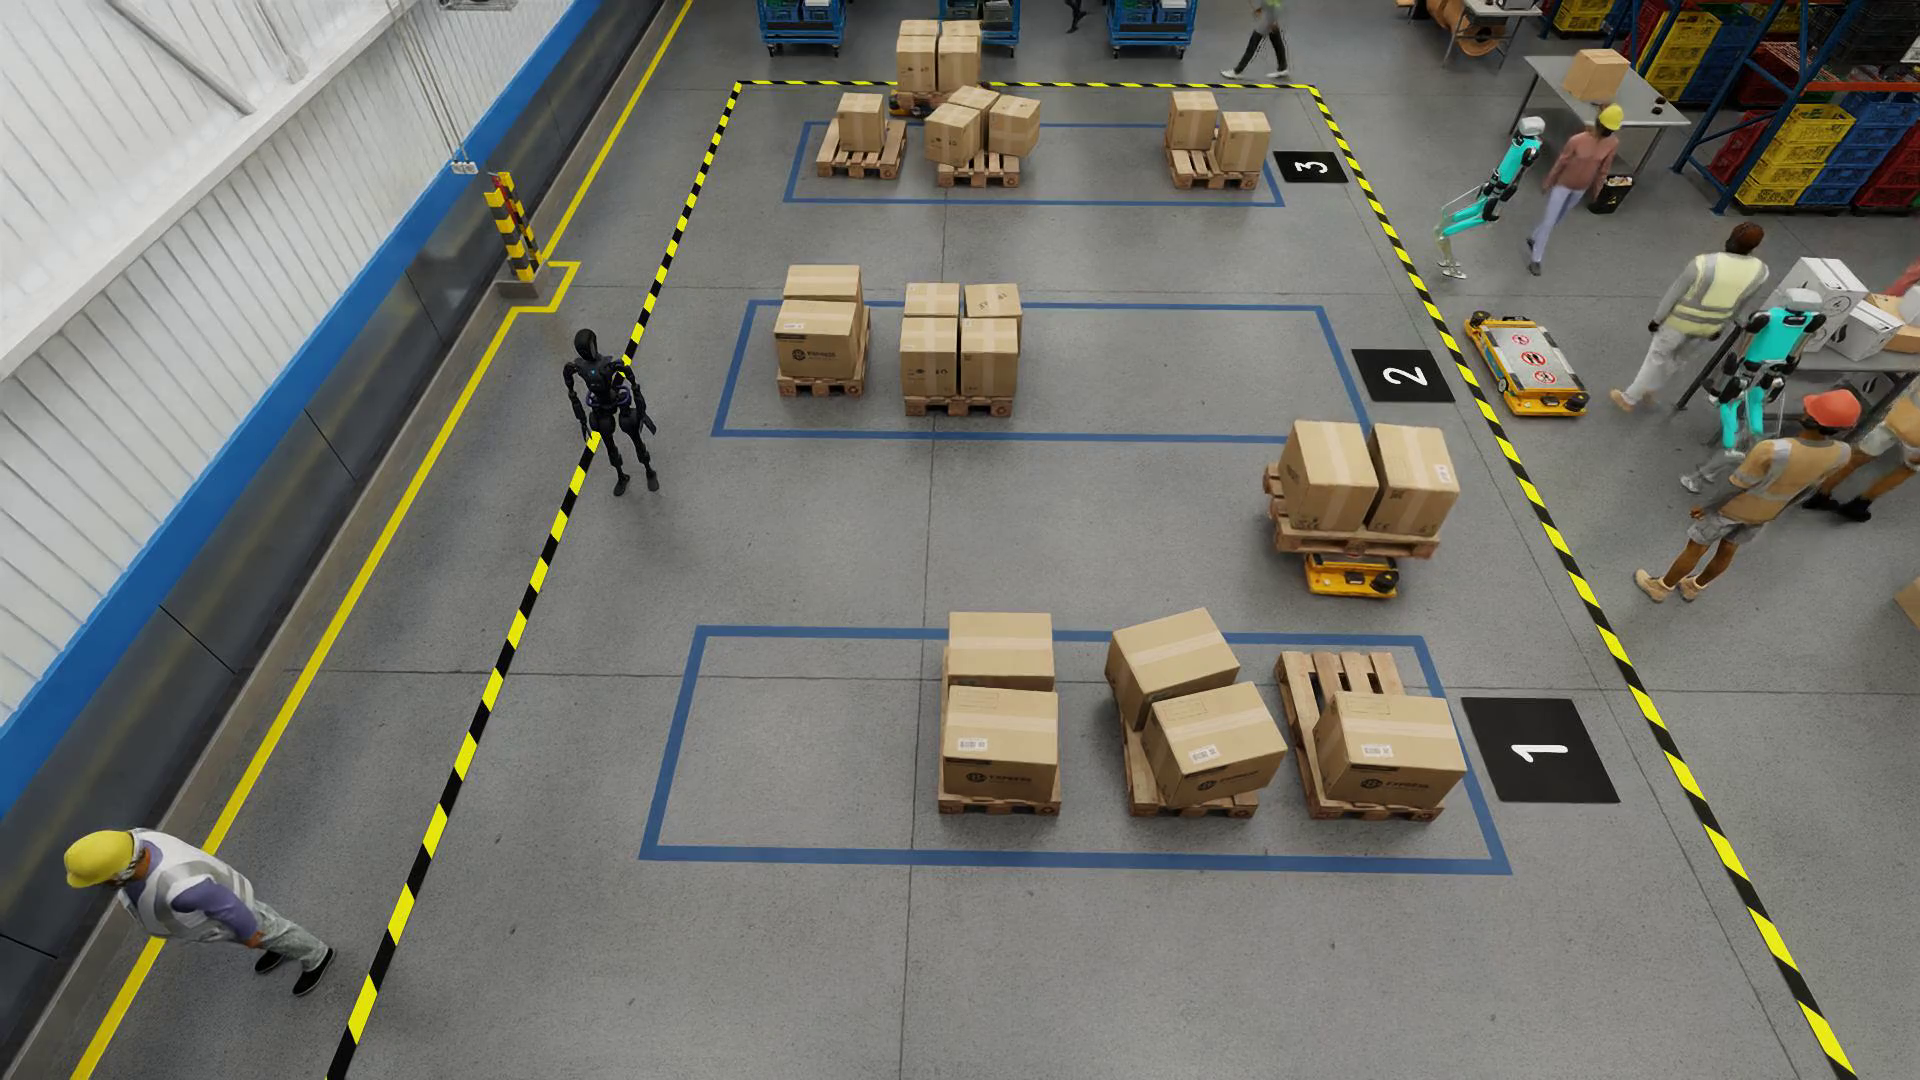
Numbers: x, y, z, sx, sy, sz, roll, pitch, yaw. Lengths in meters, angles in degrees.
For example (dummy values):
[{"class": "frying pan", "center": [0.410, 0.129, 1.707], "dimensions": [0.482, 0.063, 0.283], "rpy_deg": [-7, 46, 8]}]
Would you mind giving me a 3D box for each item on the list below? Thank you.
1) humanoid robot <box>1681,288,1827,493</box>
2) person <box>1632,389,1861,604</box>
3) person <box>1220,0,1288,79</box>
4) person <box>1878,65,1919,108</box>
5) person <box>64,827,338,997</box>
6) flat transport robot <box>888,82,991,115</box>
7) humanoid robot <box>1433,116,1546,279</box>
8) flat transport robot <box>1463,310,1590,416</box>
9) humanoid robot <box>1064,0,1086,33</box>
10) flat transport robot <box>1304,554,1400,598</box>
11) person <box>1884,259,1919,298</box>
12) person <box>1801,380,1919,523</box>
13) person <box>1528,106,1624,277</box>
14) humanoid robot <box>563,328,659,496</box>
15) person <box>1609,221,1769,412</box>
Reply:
[{"class": "humanoid robot", "center": [6.529, -1.112, 7.524], "dimensions": [0.550, 1.761, 0.820], "rpy_deg": [2, 49, 2]}, {"class": "person", "center": [5.641, -0.262, 6.586], "dimensions": [0.606, 2.048, 0.366], "rpy_deg": [0, 49, 0]}, {"class": "person", "center": [4.398, -7.465, 12.981], "dimensions": [0.982, 1.804, 0.585], "rpy_deg": [9, 50, 8]}, {"class": "person", "center": [13.069, -6.628, 12.222], "dimensions": [0.497, 1.860, 0.339], "rpy_deg": [28, 55, 22]}, {"class": "person", "center": [-3.933, 1.949, 4.815], "dimensions": [0.589, 1.827, 0.404], "rpy_deg": [22, 53, 18]}, {"class": "flat transport robot", "center": [-0.283, -6.233, 12.910], "dimensions": [1.431, 0.197, 0.652], "rpy_deg": [1, 49, 1]}, {"class": "humanoid robot", "center": [5.366, -3.559, 9.551], "dimensions": [0.735, 1.681, 0.533], "rpy_deg": [8, 50, 7]}, {"class": "flat transport robot", "center": [5.573, -1.757, 9.054], "dimensions": [0.659, 0.231, 1.431], "rpy_deg": [1, 49, 1]}, {"class": "humanoid robot", "center": [1.903, -8.800, 14.232], "dimensions": [0.431, 1.645, 0.597], "rpy_deg": [-32, 56, -25]}, {"class": "flat transport robot", "center": [3.150, -0.152, 7.646], "dimensions": [0.652, 0.197, 1.431], "rpy_deg": [3, 49, 2]}, {"class": "person", "center": [9.962, -2.936, 9.021], "dimensions": [1.017, 1.862, 0.603], "rpy_deg": [-13, 50, -11]}, {"class": "person", "center": [7.552, -0.885, 7.218], "dimensions": [0.579, 1.907, 0.549], "rpy_deg": [-6, 49, -6]}, {"class": "person", "center": [6.578, -3.775, 9.829], "dimensions": [0.542, 1.732, 0.741], "rpy_deg": [3, 49, 3]}, {"class": "humanoid robot", "center": [-2.819, -1.022, 7.476], "dimensions": [0.599, 1.657, 0.315], "rpy_deg": [-6, 49, -5]}, {"class": "person", "center": [6.543, -1.990, 8.243], "dimensions": [0.624, 1.817, 0.619], "rpy_deg": [8, 50, 7]}]
